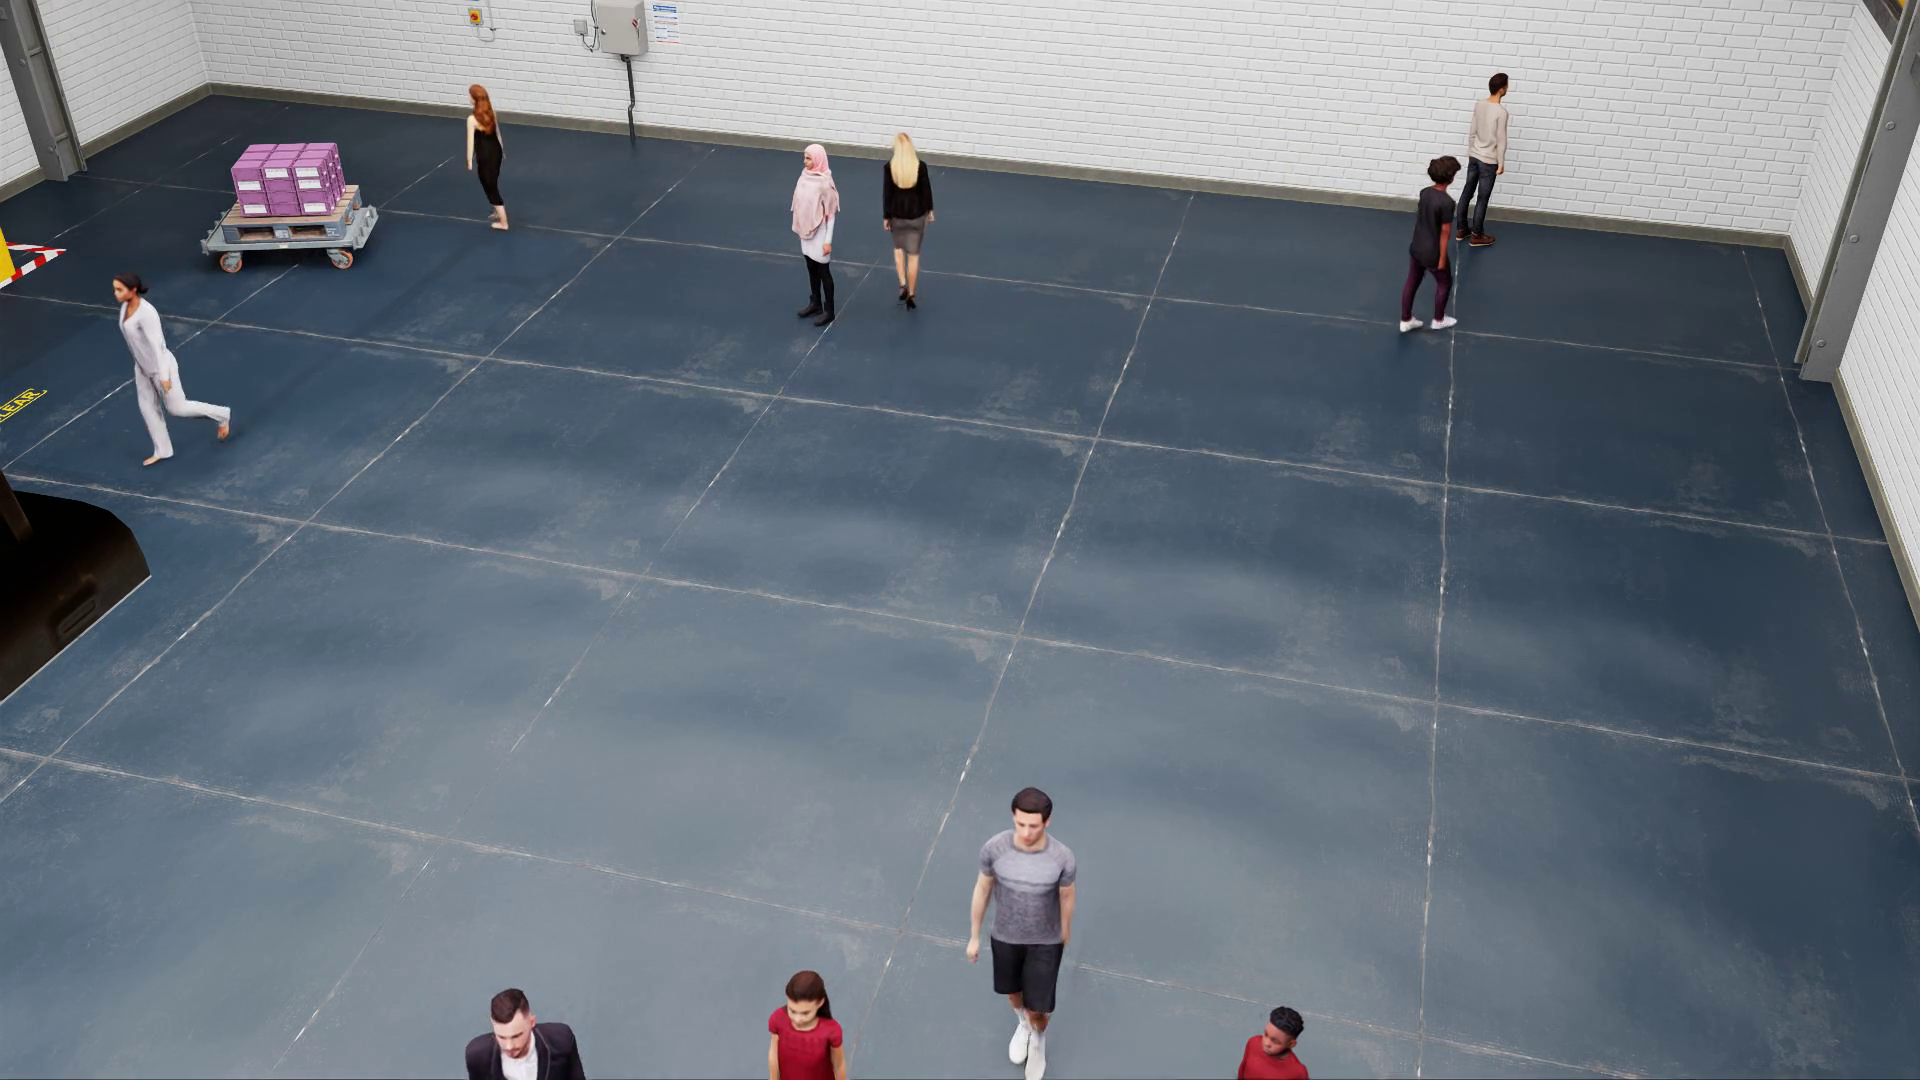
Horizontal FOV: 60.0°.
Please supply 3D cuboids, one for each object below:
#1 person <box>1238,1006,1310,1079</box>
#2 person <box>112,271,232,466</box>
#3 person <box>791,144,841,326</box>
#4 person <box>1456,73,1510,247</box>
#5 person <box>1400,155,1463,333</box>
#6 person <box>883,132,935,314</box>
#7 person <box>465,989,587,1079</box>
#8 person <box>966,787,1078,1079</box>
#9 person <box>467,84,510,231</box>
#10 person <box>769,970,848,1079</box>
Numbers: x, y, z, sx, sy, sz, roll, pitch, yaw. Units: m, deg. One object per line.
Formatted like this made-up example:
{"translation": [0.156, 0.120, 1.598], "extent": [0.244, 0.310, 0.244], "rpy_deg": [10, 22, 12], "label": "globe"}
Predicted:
{"translation": [1.502, 2.723, 8.083], "extent": [0.584, 1.256, 0.611], "rpy_deg": [28, 43, 36], "label": "person"}
{"translation": [-6.686, -1.485, 14.002], "extent": [0.910, 1.713, 1.137], "rpy_deg": [24, 41, 32], "label": "person"}
{"translation": [-1.392, -2.975, 16.161], "extent": [0.773, 1.804, 0.739], "rpy_deg": [-25, 41, -33], "label": "person"}
{"translation": [5.594, -4.068, 17.748], "extent": [0.798, 1.867, 0.733], "rpy_deg": [-17, 37, -24], "label": "person"}
{"translation": [4.447, -2.794, 15.923], "extent": [0.951, 1.766, 0.889], "rpy_deg": [-18, 38, -25], "label": "person"}
{"translation": [-0.514, -3.073, 16.285], "extent": [0.732, 1.830, 0.713], "rpy_deg": [1, 34, 2], "label": "person"}
{"translation": [-1.948, 2.658, 7.668], "extent": [0.978, 1.823, 1.183], "rpy_deg": [-7, 34, -10], "label": "person"}
{"translation": [0.363, 1.974, 8.666], "extent": [0.676, 1.858, 0.694], "rpy_deg": [11, 35, 16], "label": "person"}
{"translation": [-5.060, -4.137, 18.081], "extent": [0.719, 1.613, 0.646], "rpy_deg": [17, 37, 24], "label": "person"}
{"translation": [-0.716, 2.578, 8.039], "extent": [0.571, 1.547, 0.755], "rpy_deg": [6, 34, 10], "label": "person"}
